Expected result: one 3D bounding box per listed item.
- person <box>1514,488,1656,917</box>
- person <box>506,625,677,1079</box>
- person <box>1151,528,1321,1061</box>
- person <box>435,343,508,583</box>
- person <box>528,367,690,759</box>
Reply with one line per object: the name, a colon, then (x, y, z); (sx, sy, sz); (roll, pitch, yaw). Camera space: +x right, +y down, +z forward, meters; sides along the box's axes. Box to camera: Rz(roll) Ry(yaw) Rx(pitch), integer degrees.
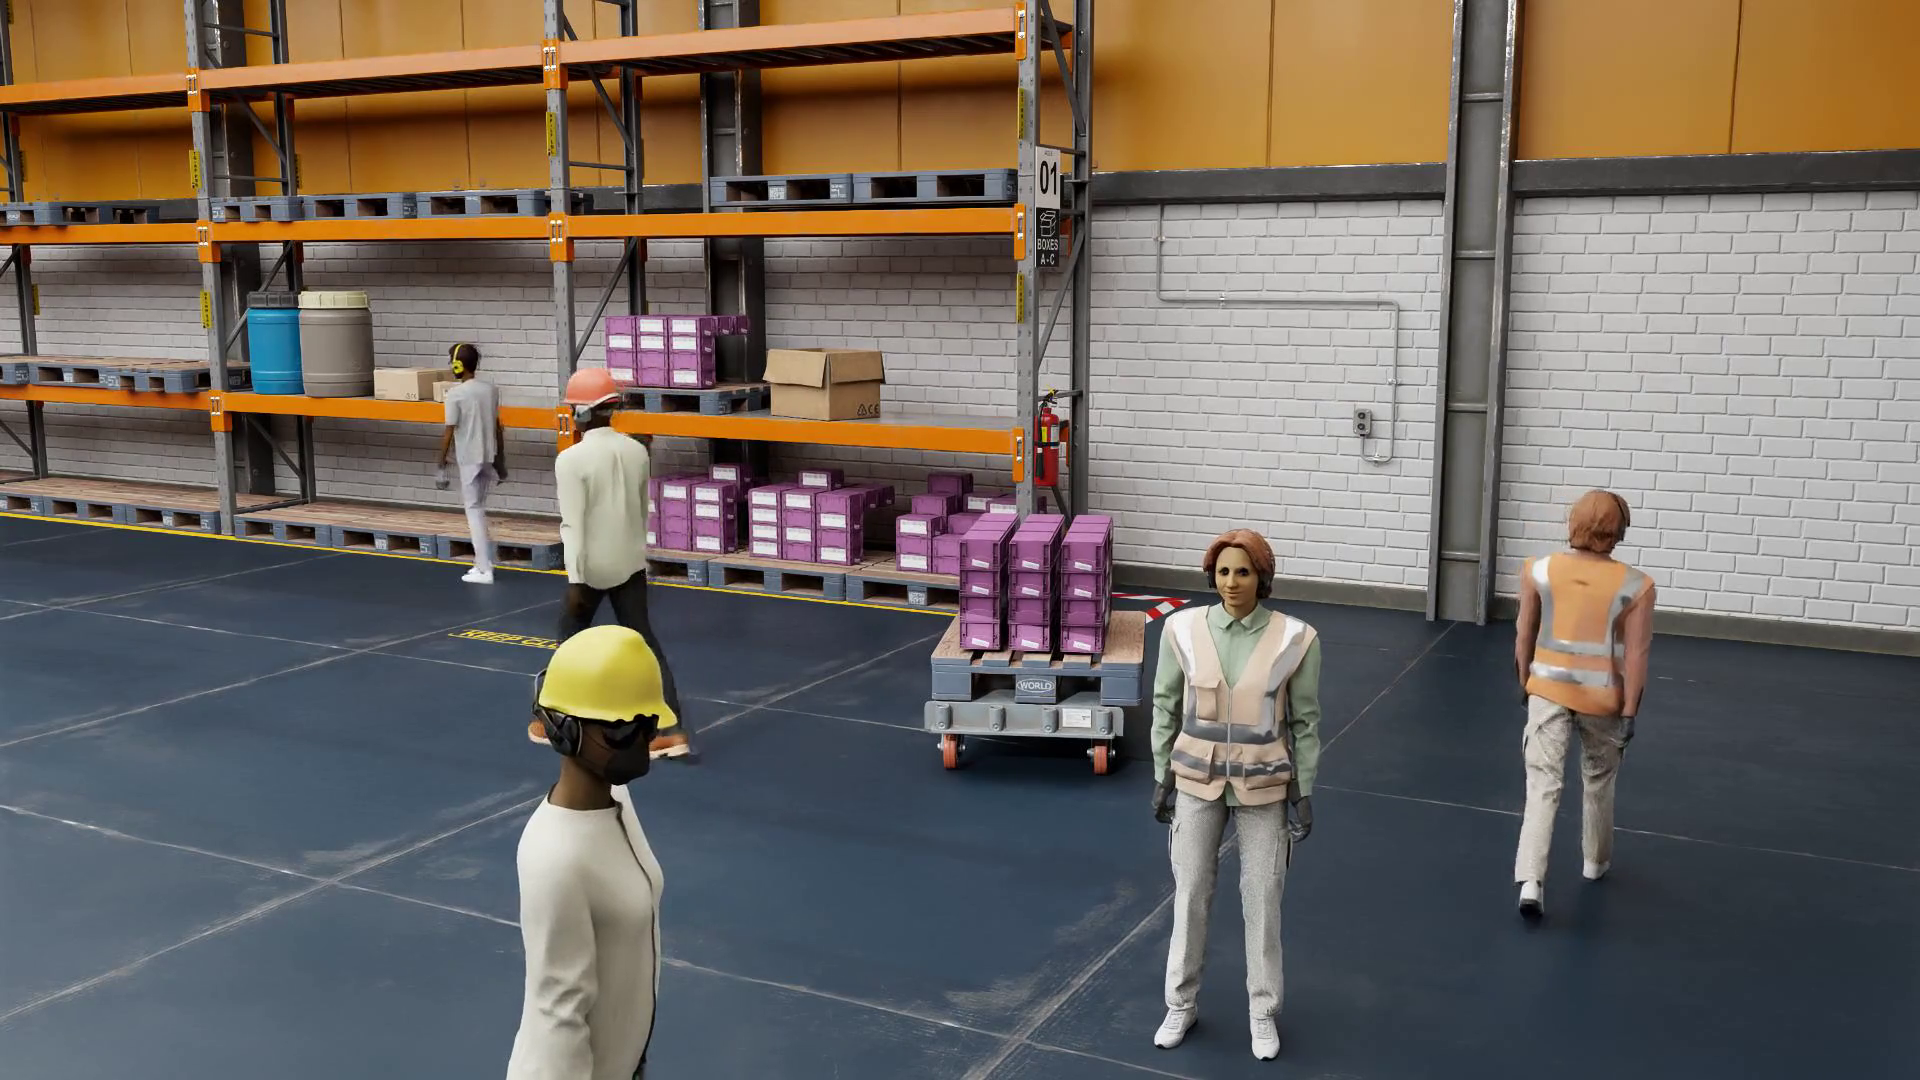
person: (2.331, 0.603, 6.298); (0.504, 1.596, 0.869); (5, 10, 27)
person: (-0.679, 1.028, 3.163); (0.329, 1.765, 0.525); (0, 9, -1)
person: (0.839, 0.773, 5.113); (0.514, 1.641, 0.309); (3, 10, 16)
person: (-3.817, -0.586, 12.822); (0.535, 1.854, 0.570); (6, 11, 31)
person: (-1.737, 0.119, 8.223); (1.014, 1.947, 0.638); (6, 11, 34)
